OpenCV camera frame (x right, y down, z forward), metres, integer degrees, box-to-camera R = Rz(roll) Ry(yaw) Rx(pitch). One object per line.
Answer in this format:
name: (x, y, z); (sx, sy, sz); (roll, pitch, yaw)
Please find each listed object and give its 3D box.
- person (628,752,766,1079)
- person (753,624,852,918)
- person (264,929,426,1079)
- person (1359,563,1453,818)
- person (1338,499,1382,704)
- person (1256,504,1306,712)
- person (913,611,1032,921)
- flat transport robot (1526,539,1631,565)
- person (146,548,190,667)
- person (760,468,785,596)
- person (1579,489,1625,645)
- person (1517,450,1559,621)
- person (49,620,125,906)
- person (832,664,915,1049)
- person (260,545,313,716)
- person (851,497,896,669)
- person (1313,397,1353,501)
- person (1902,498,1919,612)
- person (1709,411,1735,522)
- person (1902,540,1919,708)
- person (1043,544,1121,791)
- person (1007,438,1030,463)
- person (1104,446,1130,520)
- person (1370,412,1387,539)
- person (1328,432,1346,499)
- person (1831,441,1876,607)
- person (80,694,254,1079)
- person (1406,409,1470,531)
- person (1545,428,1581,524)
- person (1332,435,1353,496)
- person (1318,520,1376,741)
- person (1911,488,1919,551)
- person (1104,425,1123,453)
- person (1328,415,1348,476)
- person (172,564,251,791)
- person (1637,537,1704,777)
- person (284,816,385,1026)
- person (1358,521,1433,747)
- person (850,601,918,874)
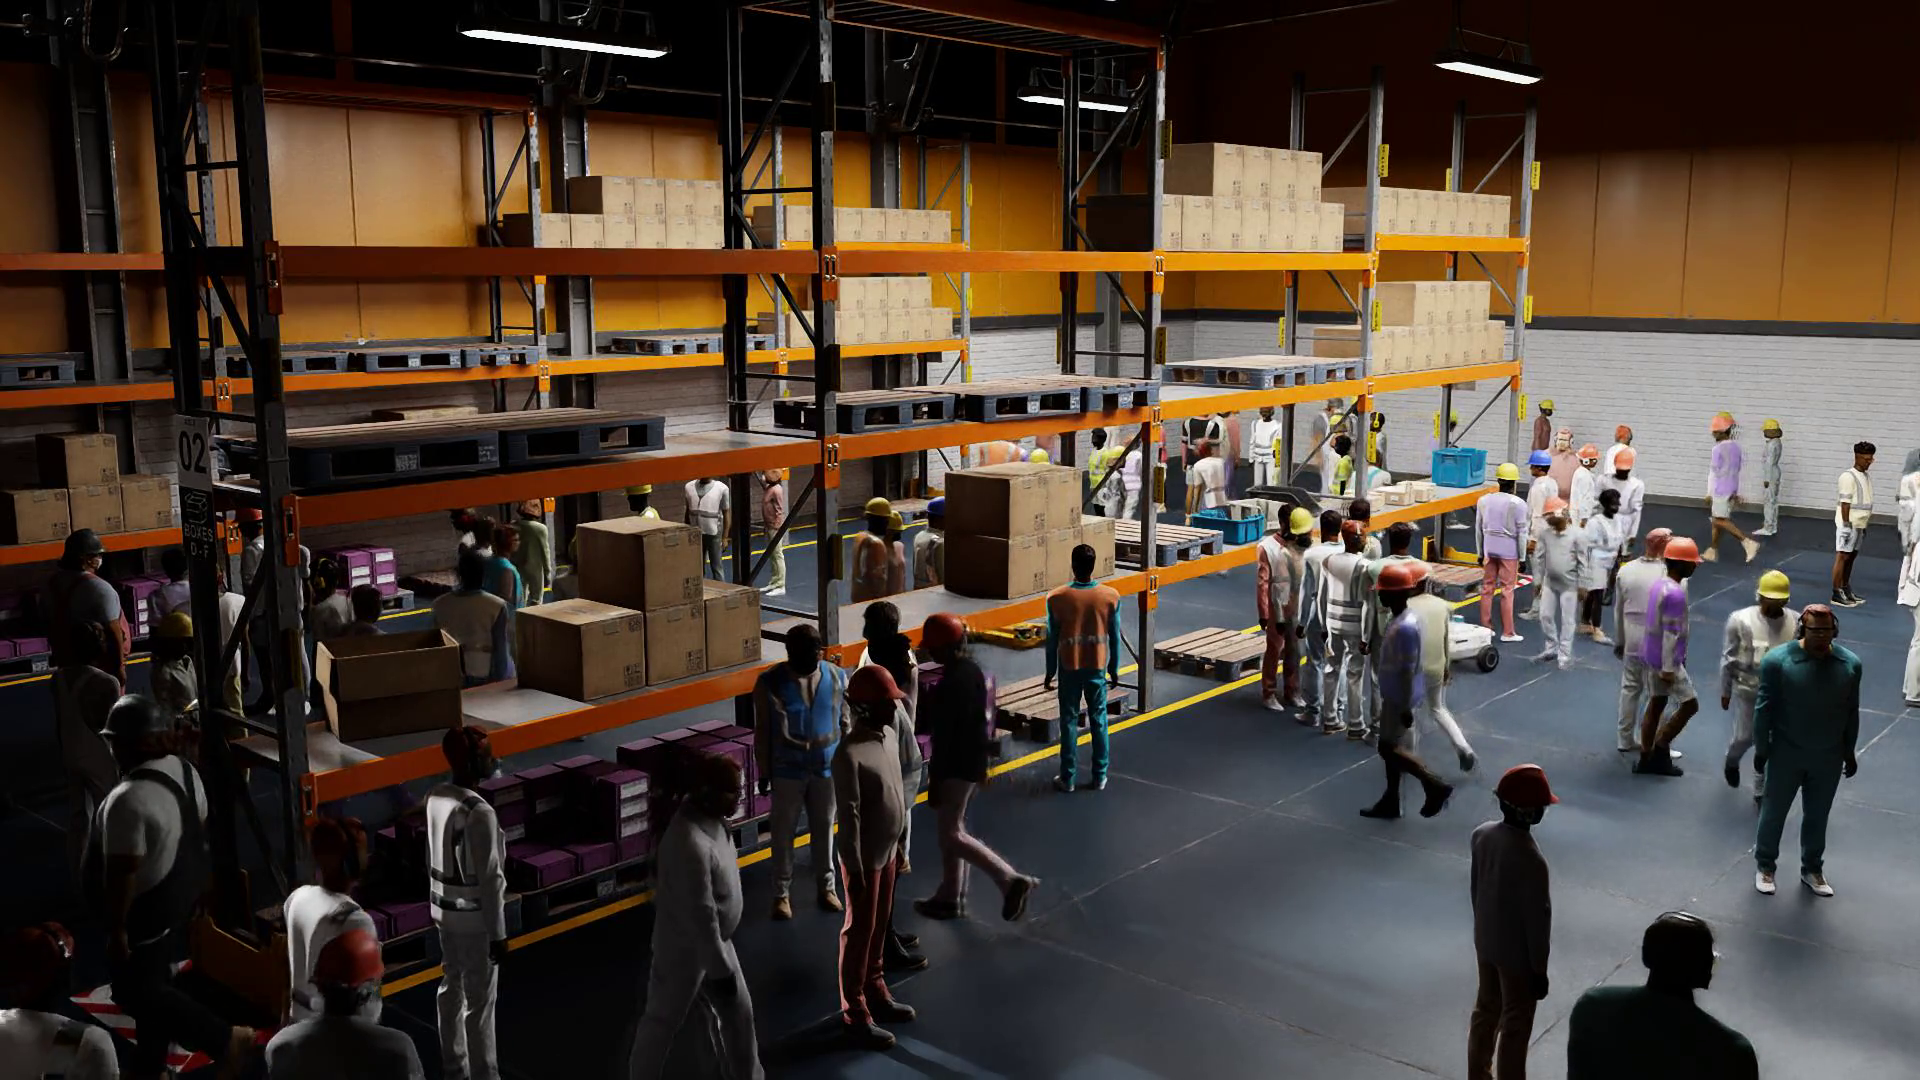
person: (-1.154, 1.874, 7.669); (0.955, 1.844, 0.637); (1, 10, 5)
person: (-0.962, 1.429, 10.361); (0.639, 1.840, 0.429); (-3, 10, -20)
person: (-2.161, 2.229, 5.987); (0.558, 1.695, 0.938); (3, 10, 15)
person: (3.218, 1.112, 12.018); (0.570, 1.924, 0.556); (1, 10, 8)
person: (3.689, 0.568, 15.339); (0.583, 1.896, 0.615); (-5, 11, -29)
person: (2.934, 0.605, 15.087); (0.596, 1.907, 0.412); (-6, 11, -30)
person: (0.070, 1.398, 10.185); (0.707, 1.958, 0.630); (3, 10, 18)
flat transport robot: (8.384, 0.163, 22.585); (0.652, 0.197, 1.431); (-3, 10, -20)
person: (-6.495, 0.909, 13.908); (0.542, 1.691, 0.319); (-8, 12, -39)
person: (-2.293, -0.139, 20.320); (0.286, 1.636, 0.500); (-4, 10, -23)
person: (6.884, 0.266, 17.838); (0.548, 1.663, 0.579); (-7, 12, -34)
person: (6.575, -0.054, 18.880); (0.403, 1.948, 0.605); (6, 11, 34)
person: (-5.440, 1.414, 10.451); (0.504, 1.840, 0.340); (3, 10, 17)
person: (-0.458, 1.626, 8.706); (0.375, 1.997, 0.612); (3, 10, 18)
person: (-6.052, 0.660, 14.897); (0.509, 1.860, 0.333); (0, 10, 1)
person: (-0.786, 0.556, 15.368); (0.434, 1.906, 0.599); (-3, 10, -17)
person: (5.929, -1.344, 26.311); (0.694, 2.000, 0.540); (-2, 10, -13)
person: (11.083, 0.094, 19.014); (0.540, 1.605, 0.764); (4, 10, 20)
person: (11.935, -1.146, 26.039); (0.322, 1.736, 0.485); (3, 10, 17)
person: (8.839, 0.617, 15.221); (0.384, 1.836, 0.566); (4, 10, 24)
person: (0.941, 0.987, 12.774); (0.602, 1.915, 0.374); (-1, 10, -9)
person: (0.787, -0.793, 24.259); (0.538, 1.612, 0.654); (3, 10, 19)
person: (1.989, -0.331, 21.151); (0.325, 1.740, 0.493); (0, 10, -2)
person: (6.109, -0.951, 24.468); (0.327, 1.874, 0.520); (3, 10, 16)
person: (5.424, -0.732, 23.868); (0.286, 1.633, 0.499); (-1, 10, -8)
person: (10.587, -0.196, 19.697); (0.600, 1.960, 0.374); (-9, 13, -42)
person: (-3.856, 1.716, 8.039); (0.720, 2.000, 0.703); (0, 10, -2)
person: (7.217, -1.053, 25.129); (1.018, 1.878, 0.583); (0, 10, -2)
person: (7.859, -0.517, 21.780); (0.642, 1.905, 0.399); (1, 10, 5)
person: (5.294, -0.605, 22.963); (0.322, 1.690, 0.530); (2, 10, 10)
person: (3.314, 0.764, 14.193); (0.361, 1.884, 0.574); (-7, 12, -37)
person: (11.131, -0.007, 18.847); (0.594, 1.866, 0.692); (4, 10, 23)
person: (2.580, -1.473, 28.293); (0.286, 1.633, 0.499); (7, 12, 36)
person: (5.777, -1.058, 25.530); (0.323, 1.736, 0.490); (8, 13, 41)
person: (-5.651, 1.045, 12.624); (0.386, 1.845, 0.568); (8, 12, 39)
person: (5.605, 0.931, 13.077); (0.482, 1.919, 0.577); (2, 10, 9)
person: (-2.515, 2.032, 6.649); (0.592, 1.870, 0.482); (7, 12, 38)
person: (3.653, 0.797, 13.930); (0.604, 1.908, 0.401); (-2, 10, -9)
person: (-0.514, 1.310, 11.057); (0.429, 1.842, 0.634); (-4, 10, -23)
